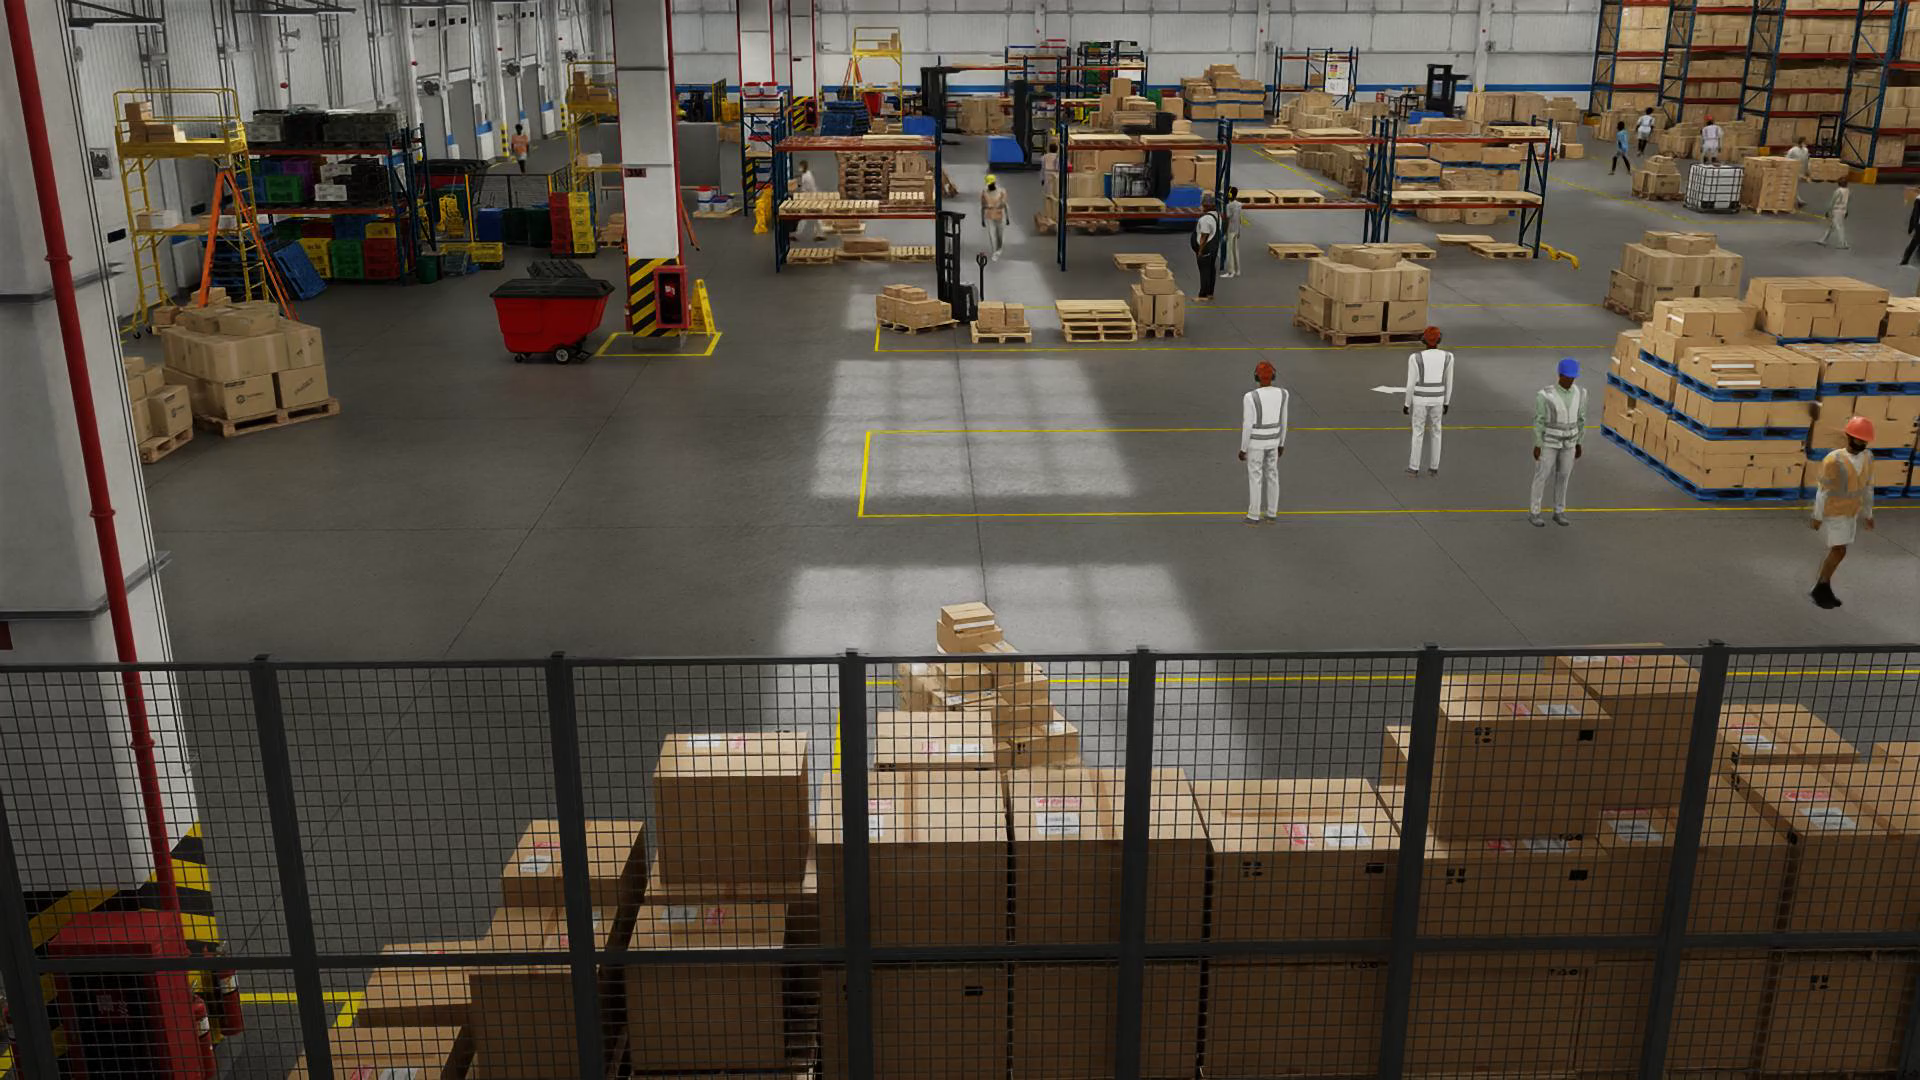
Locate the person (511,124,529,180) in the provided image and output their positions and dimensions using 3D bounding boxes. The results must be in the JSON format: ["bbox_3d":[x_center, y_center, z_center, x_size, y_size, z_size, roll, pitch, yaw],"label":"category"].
[{"bbox_3d":[-13.542,-11.978,51.284,0.531,1.659,0.858,3,19,9],"label":"person"}]

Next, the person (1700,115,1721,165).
[{"bbox_3d":[23.321,-12.188,51.564,0.721,1.885,0.472,4,19,12],"label":"person"}]

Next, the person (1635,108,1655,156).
[{"bbox_3d":[23.862,-14.235,57.997,0.579,1.645,0.881,10,21,27],"label":"person"}]

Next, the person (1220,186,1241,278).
[{"bbox_3d":[5.586,-6.335,34.241,0.322,1.861,0.520,14,23,35],"label":"person"}]

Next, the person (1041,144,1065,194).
[{"bbox_3d":[2.457,-9.518,43.801,0.616,1.794,0.983,14,23,36],"label":"person"}]

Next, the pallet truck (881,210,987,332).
[{"bbox_3d":[-0.493,-4.759,29.349,1.885,1.965,0.823,-13,23,-34],"label":"pallet truck"}]

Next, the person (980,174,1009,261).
[{"bbox_3d":[0.770,-7.088,36.433,0.646,1.882,0.647,2,19,7],"label":"person"}]

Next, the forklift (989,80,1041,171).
[{"bbox_3d":[1.889,-13.266,53.225,1.873,2.768,1.129,-1,19,-2],"label":"forklift"}]

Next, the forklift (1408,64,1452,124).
[{"bbox_3d":[18.204,-16.761,63.594,1.873,2.768,1.129,-12,22,-32],"label":"forklift"}]

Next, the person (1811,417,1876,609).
[{"bbox_3d":[8.603,-0.257,16.114,0.556,1.921,0.521,-7,20,-20],"label":"person"}]

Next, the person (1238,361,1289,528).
[{"bbox_3d":[3.377,-1.064,18.565,0.576,1.881,0.352,-8,20,-22],"label":"person"}]

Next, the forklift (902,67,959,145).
[{"bbox_3d":[-1.117,-15.934,61.139,1.873,2.768,1.129,-10,21,-28],"label":"forklift"}]

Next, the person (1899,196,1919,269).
[{"bbox_3d":[20.356,-6.602,34.996,0.608,1.871,0.960,-10,21,-28],"label":"person"}]

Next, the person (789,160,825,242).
[{"bbox_3d":[-3.643,-7.920,38.891,1.003,1.883,0.645,-1,19,-4],"label":"person"}]

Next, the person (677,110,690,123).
[{"bbox_3d":[-8.951,-12.915,53.727,0.595,1.890,0.963,2,19,7],"label":"person"}]

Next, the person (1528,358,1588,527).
[{"bbox_3d":[6.684,-1.091,18.567,0.602,1.939,0.421,-3,19,-10],"label":"person"}]

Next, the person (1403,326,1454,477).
[{"bbox_3d":[5.744,-1.698,20.441,0.573,1.887,0.354,-1,19,-3],"label":"person"}]

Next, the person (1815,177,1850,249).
[{"bbox_3d":[20.101,-7.500,38.097,0.534,1.589,0.857,-10,21,-28],"label":"person"}]

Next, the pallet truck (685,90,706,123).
[{"bbox_3d":[-9.671,-15.907,62.421,0.823,1.965,1.885,5,19,15],"label":"pallet truck"}]

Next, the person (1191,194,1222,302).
[{"bbox_3d":[4.655,-5.568,31.683,0.537,2.000,0.679,11,21,29],"label":"person"}]

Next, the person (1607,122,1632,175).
[{"bbox_3d":[20.878,-12.315,52.315,0.540,1.650,0.738,-17,25,-40],"label":"person"}]

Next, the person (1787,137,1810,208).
[{"bbox_3d":[22.507,-9.846,44.600,0.635,1.881,1.050,-8,20,-22],"label":"person"}]

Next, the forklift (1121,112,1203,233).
[{"bbox_3d":[4.929,-8.923,40.343,1.873,2.768,1.129,-1,19,-2],"label":"forklift"}]

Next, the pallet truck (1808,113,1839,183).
[{"bbox_3d":[26.403,-11.957,50.702,0.823,1.965,1.885,6,19,16],"label":"pallet truck"}]
